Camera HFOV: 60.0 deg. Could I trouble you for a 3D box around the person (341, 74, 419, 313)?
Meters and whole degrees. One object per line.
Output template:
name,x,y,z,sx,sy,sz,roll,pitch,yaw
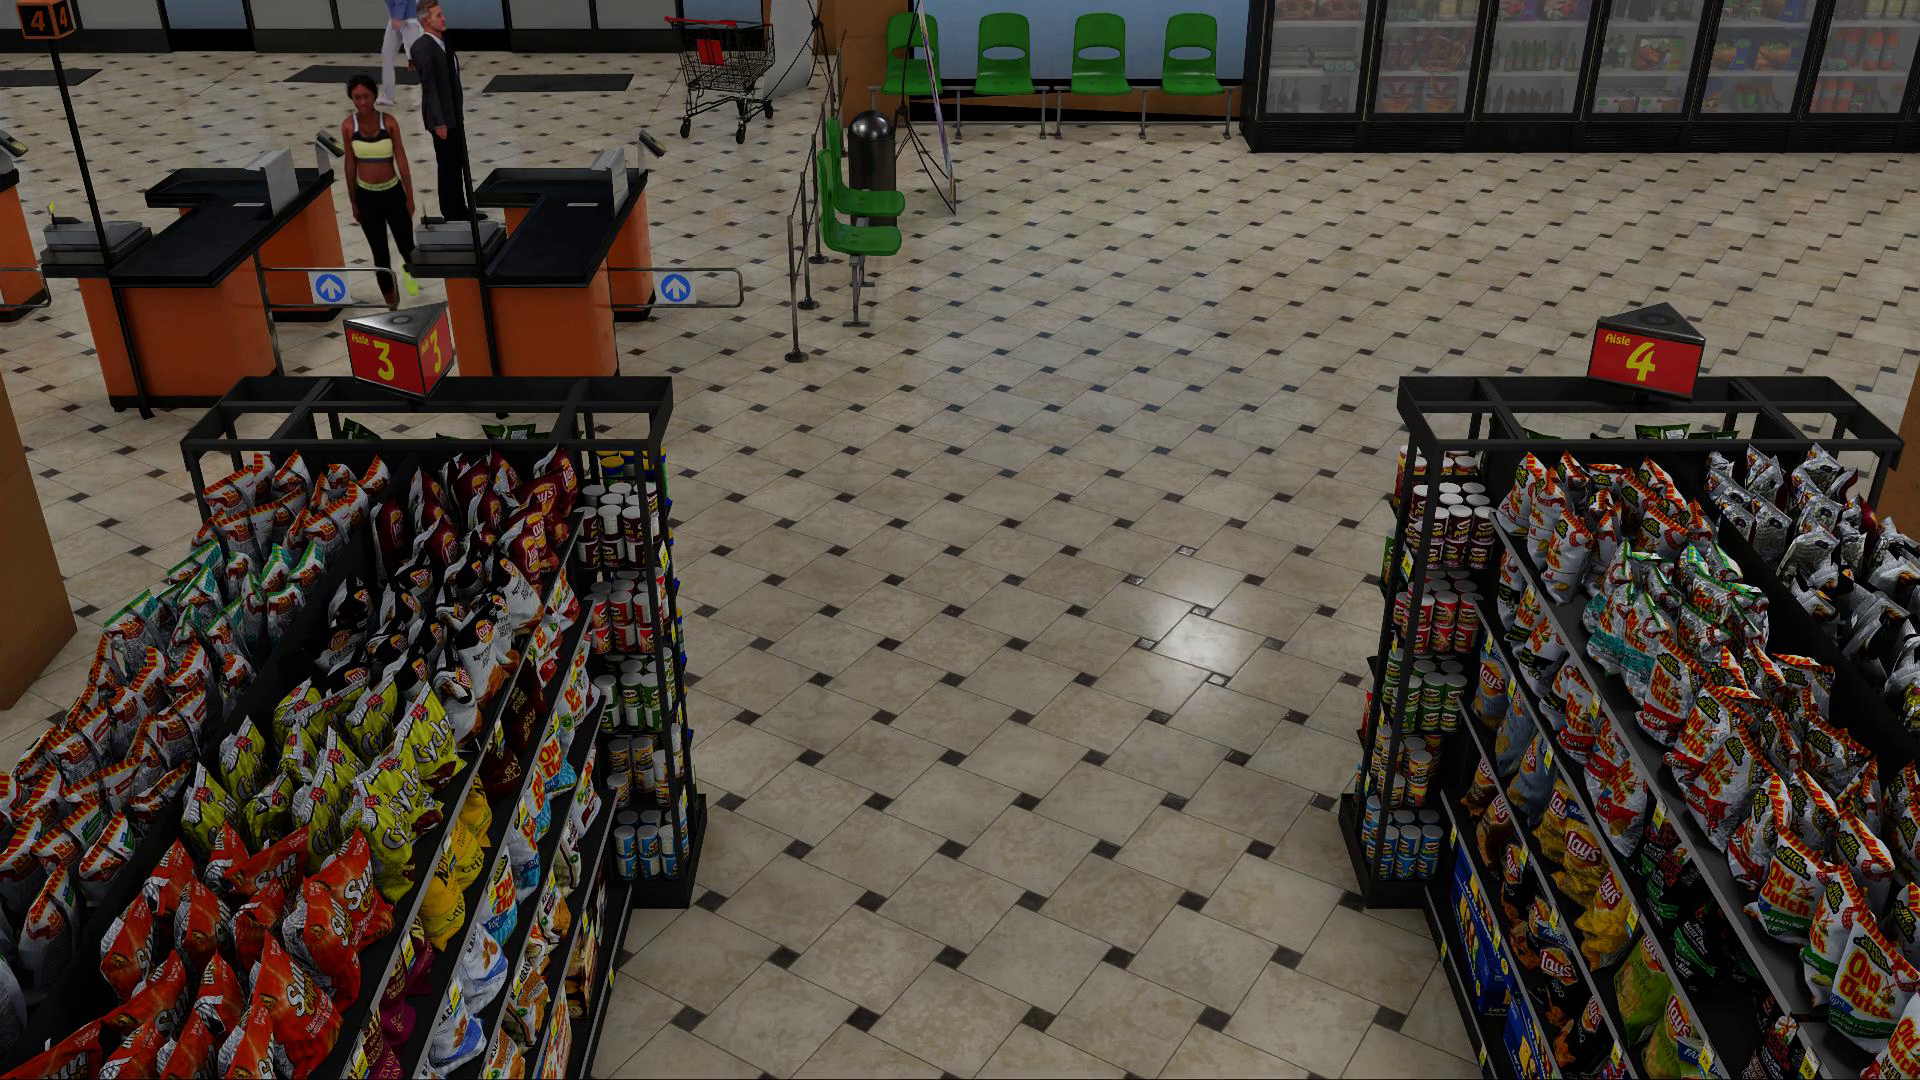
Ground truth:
person,-4.004,-2.363,11.565,0.739,1.737,1.047,-7,29,-12

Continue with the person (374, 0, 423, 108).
person,-5.573,-5.329,16.861,1.039,1.866,1.018,-20,34,-32

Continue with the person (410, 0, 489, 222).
person,-4.155,-3.436,13.418,0.766,1.842,0.527,-1,29,-2
